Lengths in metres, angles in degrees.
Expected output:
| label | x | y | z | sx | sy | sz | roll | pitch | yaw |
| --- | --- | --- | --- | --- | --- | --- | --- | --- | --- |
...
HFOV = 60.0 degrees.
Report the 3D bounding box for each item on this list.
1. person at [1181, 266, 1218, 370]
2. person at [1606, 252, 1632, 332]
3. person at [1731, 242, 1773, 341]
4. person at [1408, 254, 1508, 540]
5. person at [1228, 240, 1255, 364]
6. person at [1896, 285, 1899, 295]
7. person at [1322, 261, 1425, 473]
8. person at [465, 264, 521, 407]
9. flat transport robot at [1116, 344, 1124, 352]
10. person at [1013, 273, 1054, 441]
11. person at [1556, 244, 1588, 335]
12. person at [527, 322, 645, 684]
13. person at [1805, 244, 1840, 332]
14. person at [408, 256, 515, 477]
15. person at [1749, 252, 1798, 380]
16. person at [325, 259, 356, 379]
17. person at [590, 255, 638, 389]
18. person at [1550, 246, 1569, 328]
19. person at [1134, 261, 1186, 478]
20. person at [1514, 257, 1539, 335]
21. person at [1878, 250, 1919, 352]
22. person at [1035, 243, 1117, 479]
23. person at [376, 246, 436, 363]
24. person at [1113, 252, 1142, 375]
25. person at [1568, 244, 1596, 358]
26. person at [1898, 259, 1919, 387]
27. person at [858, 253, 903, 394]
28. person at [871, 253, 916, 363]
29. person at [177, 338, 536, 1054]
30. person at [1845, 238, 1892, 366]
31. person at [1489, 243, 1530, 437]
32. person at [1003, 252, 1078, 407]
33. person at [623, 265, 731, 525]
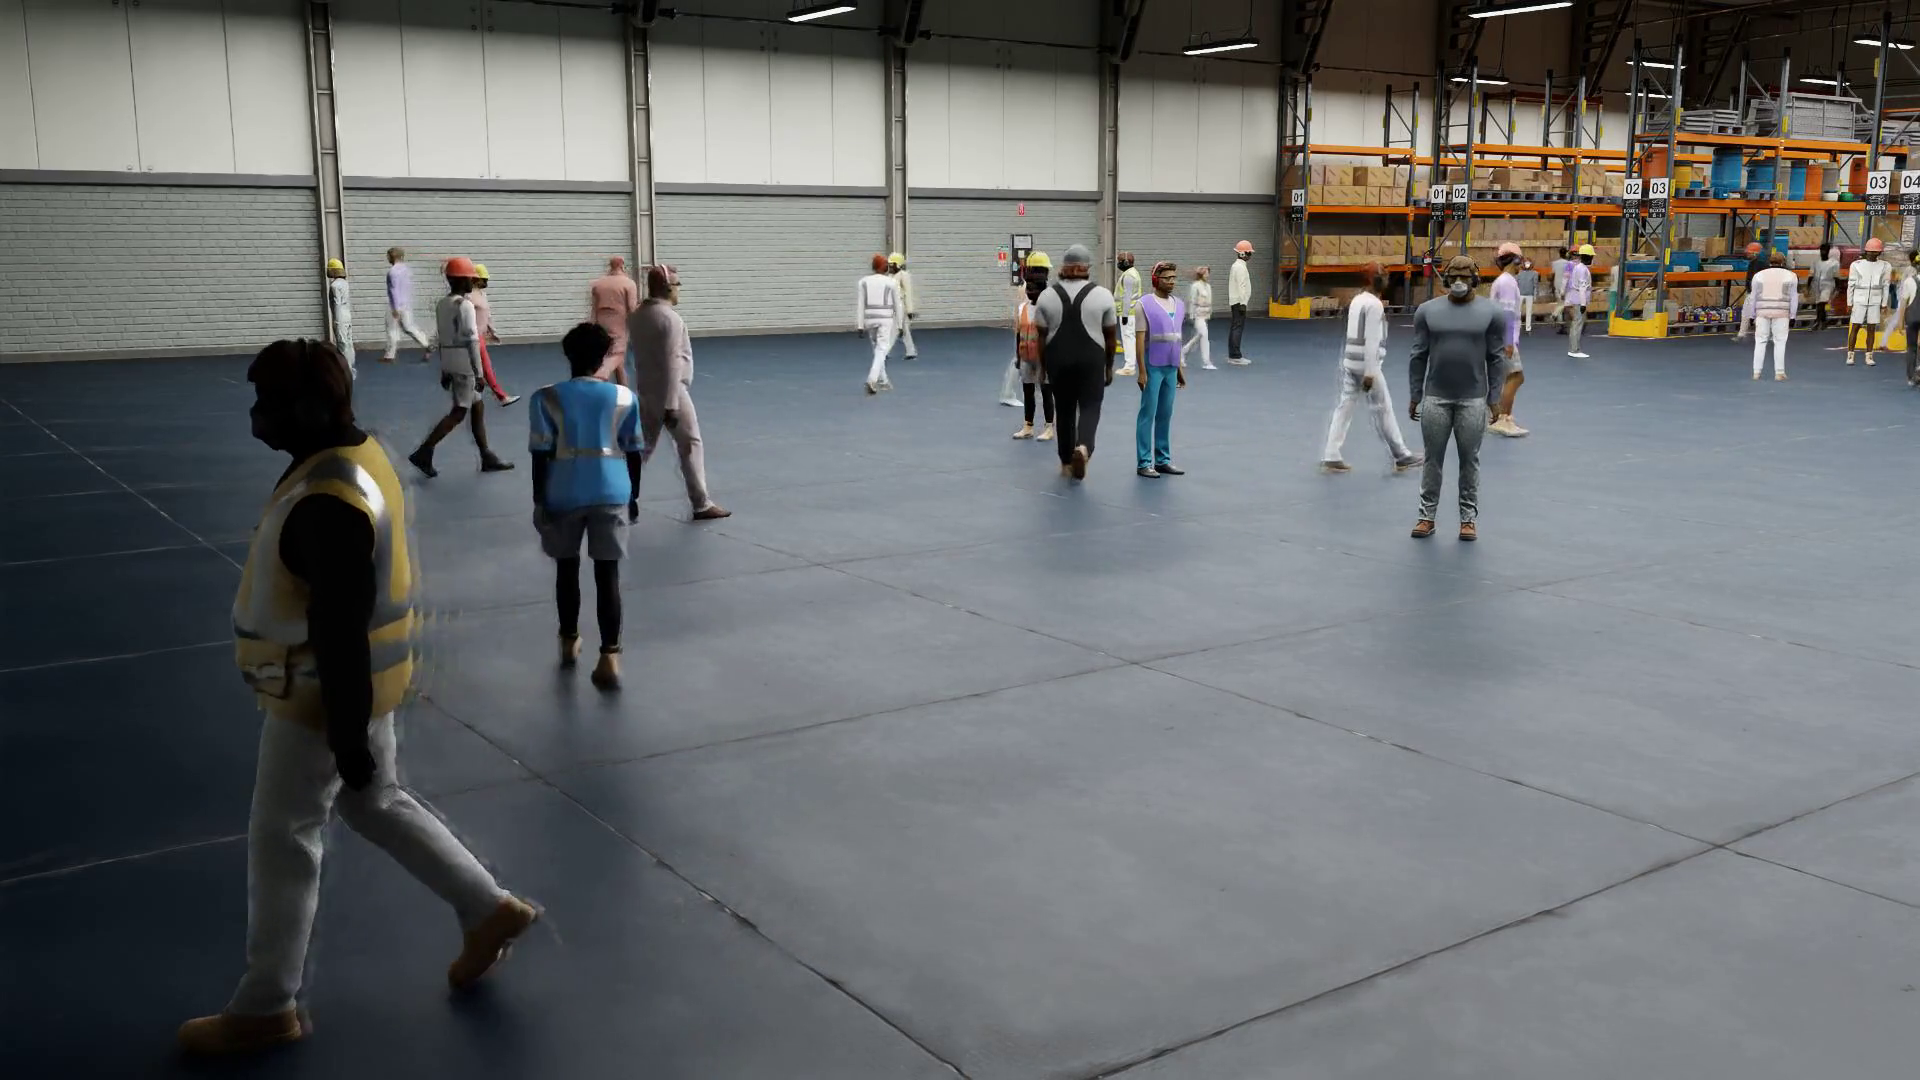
| label | x | y | z | sx | sy | sz | roll | pitch | yaw |
| --- | --- | --- | --- | --- | --- | --- | --- | --- | --- |
| person | 3.716 | -3.479 | 26.005 | 0.739 | 1.616 | 0.522 | 8 | 13 | 36 |
| person | 14.391 | -5.379 | 36.126 | 0.888 | 1.726 | 0.528 | -8 | 13 | -38 |
| person | 15.728 | -4.869 | 32.689 | 0.857 | 1.964 | 0.620 | 1 | 10 | 5 |
| person | 3.371 | -0.966 | 11.336 | 0.636 | 1.938 | 0.364 | 4 | 11 | 23 |
| person | 4.555 | -3.845 | 26.961 | 0.396 | 1.992 | 0.623 | 0 | 10 | 0 |
| person | 19.159 | -4.988 | 33.421 | 0.628 | 1.933 | 0.371 | 6 | 12 | 32 |
| person | 3.620 | -1.492 | 14.467 | 0.962 | 1.835 | 0.596 | -2 | 10 | -8 |
| person | -5.749 | -2.450 | 20.075 | 0.894 | 1.719 | 0.530 | 0 | 10 | 0 |
| flat transport robot | 2.187 | -3.423 | 29.380 | 1.431 | 0.197 | 0.652 | -3 | 11 | -18 |
| person | 0.770 | -1.846 | 16.818 | 0.540 | 1.697 | 0.317 | 9 | 14 | 40 |
| person | 12.871 | -5.224 | 34.793 | 0.561 | 1.905 | 0.780 | -6 | 12 | -29 |
| person | -1.742 | -0.184 | 7.796 | 0.550 | 1.647 | 0.816 | -3 | 11 | -17 |
| person | 18.724 | -5.464 | 36.073 | 1.018 | 1.916 | 0.627 | -7 | 12 | -34 |
| person | -4.347 | -1.490 | 14.327 | 0.938 | 1.903 | 0.556 | -8 | 13 | -39 |
| person | 11.759 | -3.236 | 24.053 | 0.633 | 1.839 | 0.429 | 7 | 13 | 35 |
| person | -8.909 | -3.154 | 23.866 | 0.320 | 1.742 | 0.492 | 0 | 10 | -2 |
| person | -4.377 | -2.650 | 20.855 | 0.666 | 1.848 | 0.985 | 5 | 12 | 26 |
| person | 13.558 | -5.699 | 37.541 | 0.675 | 1.851 | 0.515 | -8 | 13 | -37 |
| person | 1.715 | -1.467 | 14.335 | 0.566 | 1.847 | 0.389 | -9 | 14 | -42 |
| person | 11.845 | -5.107 | 34.866 | 0.500 | 1.636 | 0.280 | 3 | 11 | 18 |
| person | 16.870 | -4.217 | 29.494 | 0.968 | 1.808 | 0.628 | 8 | 13 | 36 |
| person | 0.977 | -1.526 | 14.122 | 0.692 | 2.000 | 0.809 | 3 | 11 | 14 |
| person | -9.074 | -3.824 | 27.100 | 0.896 | 1.910 | 0.638 | 1 | 10 | 4 |
| person | 2.496 | -3.379 | 24.861 | 0.429 | 1.837 | 0.629 | 2 | 11 | 11 |
| person | 10.645 | -4.084 | 28.458 | 0.373 | 1.925 | 0.595 | 2 | 11 | 12 |
| person | 13.087 | -2.979 | 22.671 | 0.522 | 1.827 | 0.572 | 7 | 12 | 34 |
| person | -1.078 | -2.855 | 21.974 | 0.586 | 1.846 | 0.939 | 4 | 11 | 19 |
| person | -1.092 | -3.815 | 27.356 | 0.902 | 1.784 | 0.605 | -5 | 11 | -25 |
| person | -1.579 | 0.383 | 4.280 | 0.845 | 1.816 | 0.632 | -2 | 11 | -11 |
| person | 14.527 | -3.801 | 26.617 | 0.605 | 2.034 | 0.387 | 4 | 11 | 19 |
| person | 5.677 | -2.050 | 17.148 | 0.458 | 1.993 | 0.658 | 3 | 11 | 14 |
| person | 0.935 | -2.508 | 19.969 | 1.016 | 1.865 | 0.605 | 6 | 12 | 28 |
| person | -2.167 | -1.034 | 11.921 | 0.969 | 1.867 | 0.656 | -8 | 13 | -38 |
